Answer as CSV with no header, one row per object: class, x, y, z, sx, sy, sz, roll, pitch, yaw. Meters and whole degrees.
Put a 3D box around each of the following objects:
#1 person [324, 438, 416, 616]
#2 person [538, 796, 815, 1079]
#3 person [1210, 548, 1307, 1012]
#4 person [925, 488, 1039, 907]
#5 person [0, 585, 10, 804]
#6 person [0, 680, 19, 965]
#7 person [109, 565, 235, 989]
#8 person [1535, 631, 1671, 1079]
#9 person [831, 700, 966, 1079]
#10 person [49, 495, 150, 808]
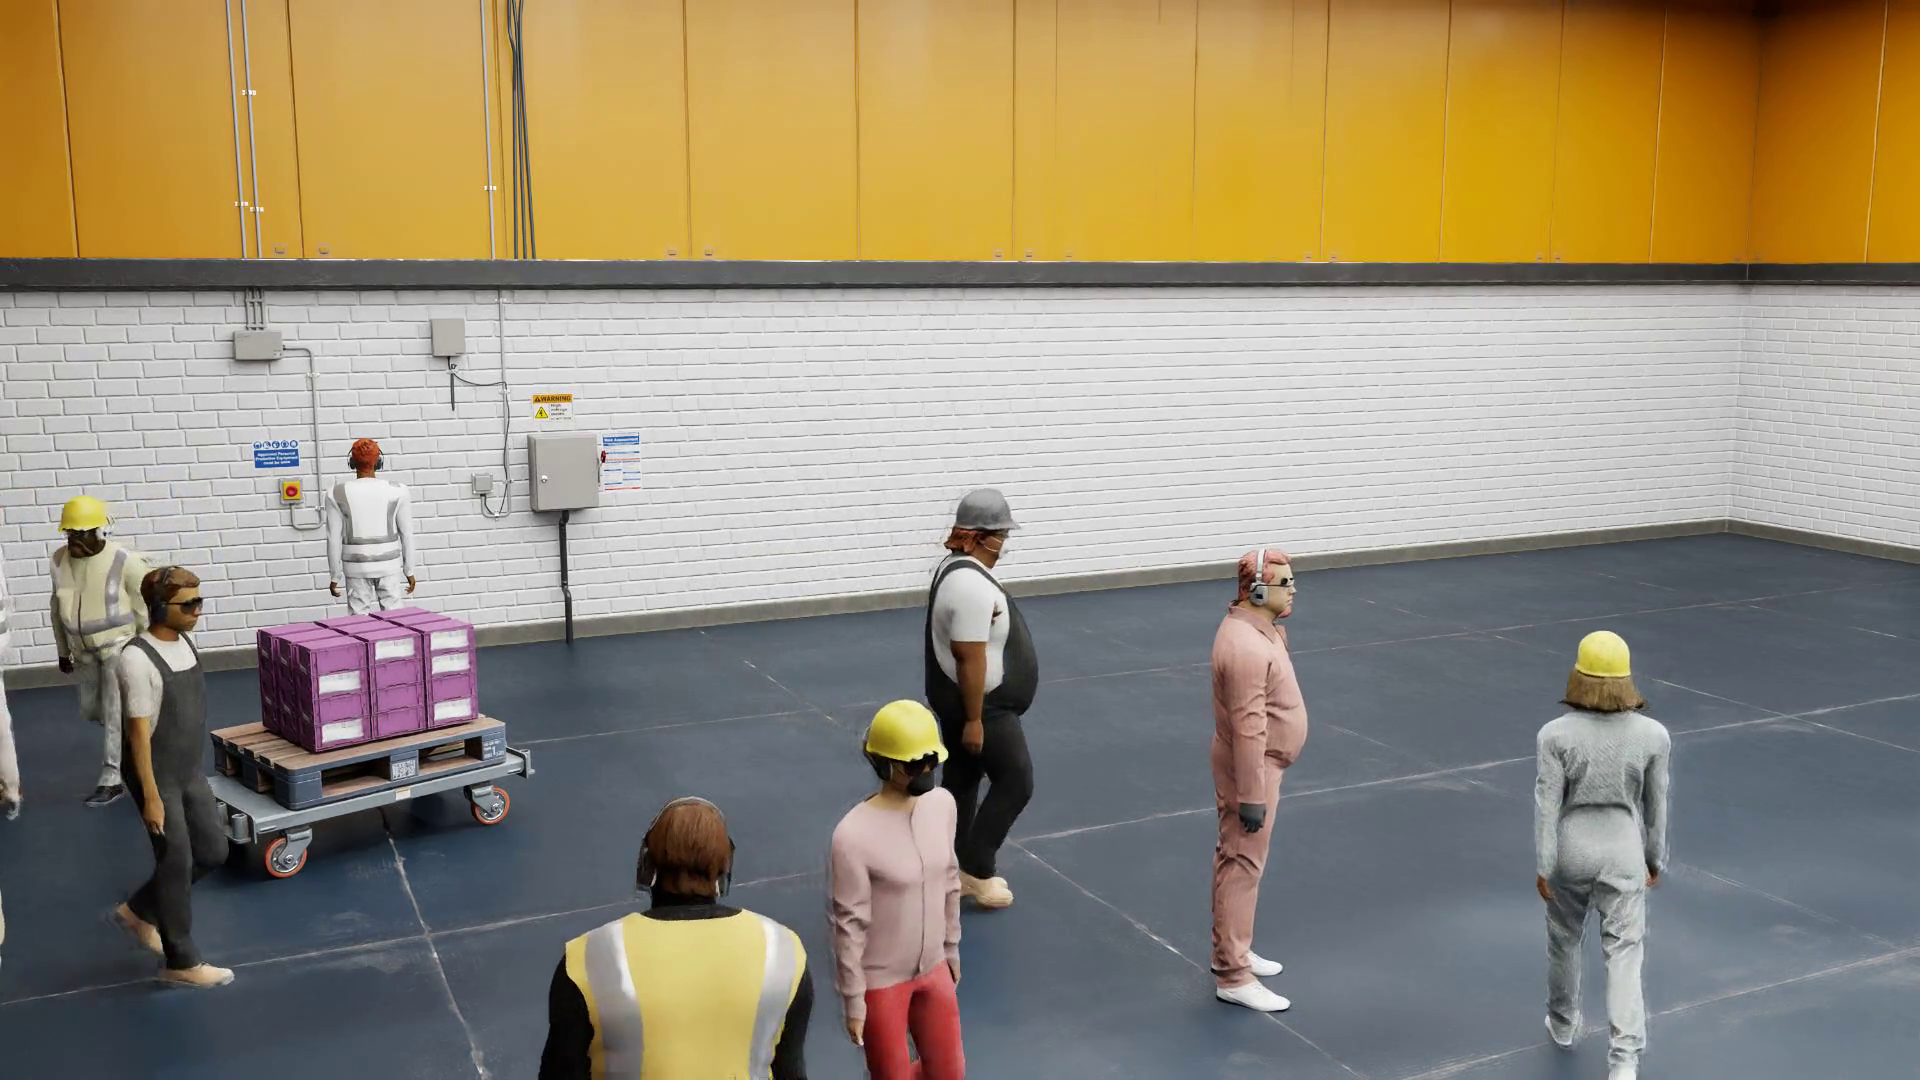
person,-4.119,0.225,11.656,0.583,1.882,0.338,-4,10,-23
person,-0.626,1.528,3.845,0.664,1.809,0.700,-4,10,-25
person,1.240,0.974,6.943,0.399,1.908,0.643,1,9,9
person,0.105,0.747,7.935,0.535,2.000,0.712,-1,9,-8
person,-5.608,0.617,9.300,0.515,1.867,0.649,-5,10,-26
person,-4.246,1.107,7.002,0.525,1.619,0.487,-7,12,-38
person,-3.386,1.005,7.009,0.494,1.826,0.513,1,9,6
person,2.390,1.190,6.212,0.489,1.714,0.843,2,9,11
person,-0.221,1.332,5.194,0.476,1.751,0.541,8,12,42
person,-4.919,0.593,9.654,0.621,1.796,0.726,1,9,9
